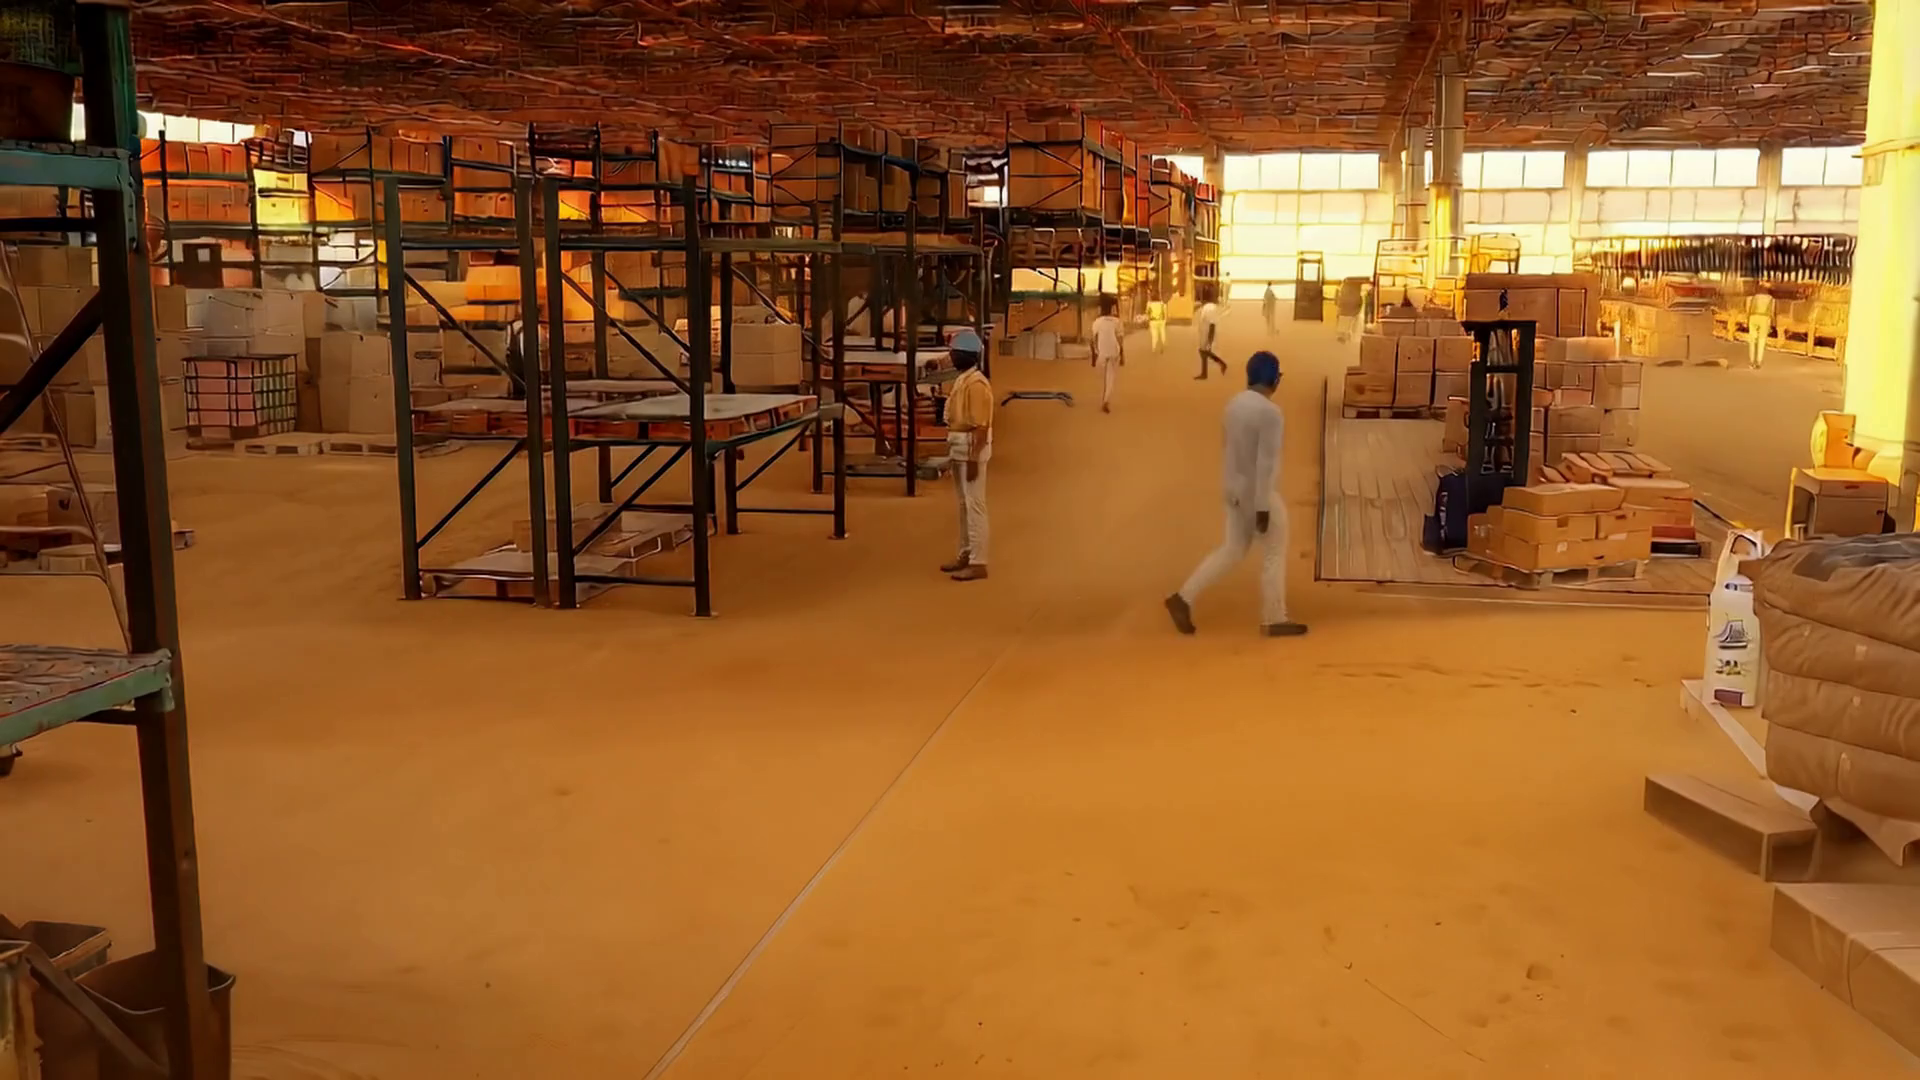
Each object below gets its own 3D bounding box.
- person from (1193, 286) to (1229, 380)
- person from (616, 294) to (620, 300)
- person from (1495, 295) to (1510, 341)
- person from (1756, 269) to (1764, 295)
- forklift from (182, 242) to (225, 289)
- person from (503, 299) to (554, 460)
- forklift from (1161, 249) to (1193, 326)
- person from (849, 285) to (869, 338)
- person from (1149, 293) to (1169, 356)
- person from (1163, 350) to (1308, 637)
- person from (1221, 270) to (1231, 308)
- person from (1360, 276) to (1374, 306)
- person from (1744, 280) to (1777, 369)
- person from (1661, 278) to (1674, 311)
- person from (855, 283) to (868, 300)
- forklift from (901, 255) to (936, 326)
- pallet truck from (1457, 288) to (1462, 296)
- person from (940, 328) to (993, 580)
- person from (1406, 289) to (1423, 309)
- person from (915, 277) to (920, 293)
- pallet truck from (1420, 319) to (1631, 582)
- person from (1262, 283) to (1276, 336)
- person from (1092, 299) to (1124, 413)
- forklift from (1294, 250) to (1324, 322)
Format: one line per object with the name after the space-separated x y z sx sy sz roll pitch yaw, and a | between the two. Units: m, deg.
5.164 -4.229 34.061 0.698 1.932 0.601 -2 10 -10 | person
-8.441 -5.238 40.924 0.524 1.631 0.318 0 10 0 | person
11.754 -4.450 36.059 0.316 1.695 0.542 2 10 14 | person
38.429 -12.028 80.073 1.034 1.985 0.632 3 10 15 | person
-15.900 -4.890 35.160 1.129 2.768 1.873 5 11 27 | forklift
-5.265 -2.004 20.553 0.685 2.000 0.538 7 12 37 | person
7.646 -9.320 61.395 1.873 2.768 1.129 2 10 11 | forklift
-2.223 -4.650 36.609 0.634 1.919 0.829 -8 13 -40 | person
5.101 -5.510 42.599 0.526 1.598 0.813 5 11 29 | person
1.816 -0.283 10.800 0.924 1.907 0.642 -3 10 -18 | person
13.582 -12.823 84.890 0.614 1.946 0.390 -5 11 -27 | person
15.463 -9.060 62.916 1.009 1.857 0.648 -8 12 -40 | person
18.288 -4.929 37.997 0.649 1.995 1.008 4 10 22 | person
24.690 -8.223 58.046 0.403 1.818 0.603 8 12 38 | person
-2.437 -5.593 42.277 1.049 1.888 0.643 -7 12 -38 | person
-1.126 -5.875 40.993 1.129 2.768 1.873 2 10 12 | forklift
20.506 -9.785 68.819 0.653 1.274 1.630 2 10 12 | pallet truck
0.066 -0.668 12.910 0.383 1.951 0.605 -2 10 -13 | person
9.159 -4.160 33.799 0.589 1.890 0.875 -8 13 -40 | person
-1.302 -6.345 46.433 0.423 1.985 0.628 -8 12 -38 | person
4.543 -0.757 13.299 0.823 1.965 1.885 -4 10 -22 | pallet truck
10.017 -7.479 53.938 0.368 1.722 0.612 7 12 34 | person
2.380 -2.980 26.932 0.522 1.845 0.808 3 10 17 | person
13.778 -10.002 65.433 1.129 2.768 1.873 2 10 12 | forklift
